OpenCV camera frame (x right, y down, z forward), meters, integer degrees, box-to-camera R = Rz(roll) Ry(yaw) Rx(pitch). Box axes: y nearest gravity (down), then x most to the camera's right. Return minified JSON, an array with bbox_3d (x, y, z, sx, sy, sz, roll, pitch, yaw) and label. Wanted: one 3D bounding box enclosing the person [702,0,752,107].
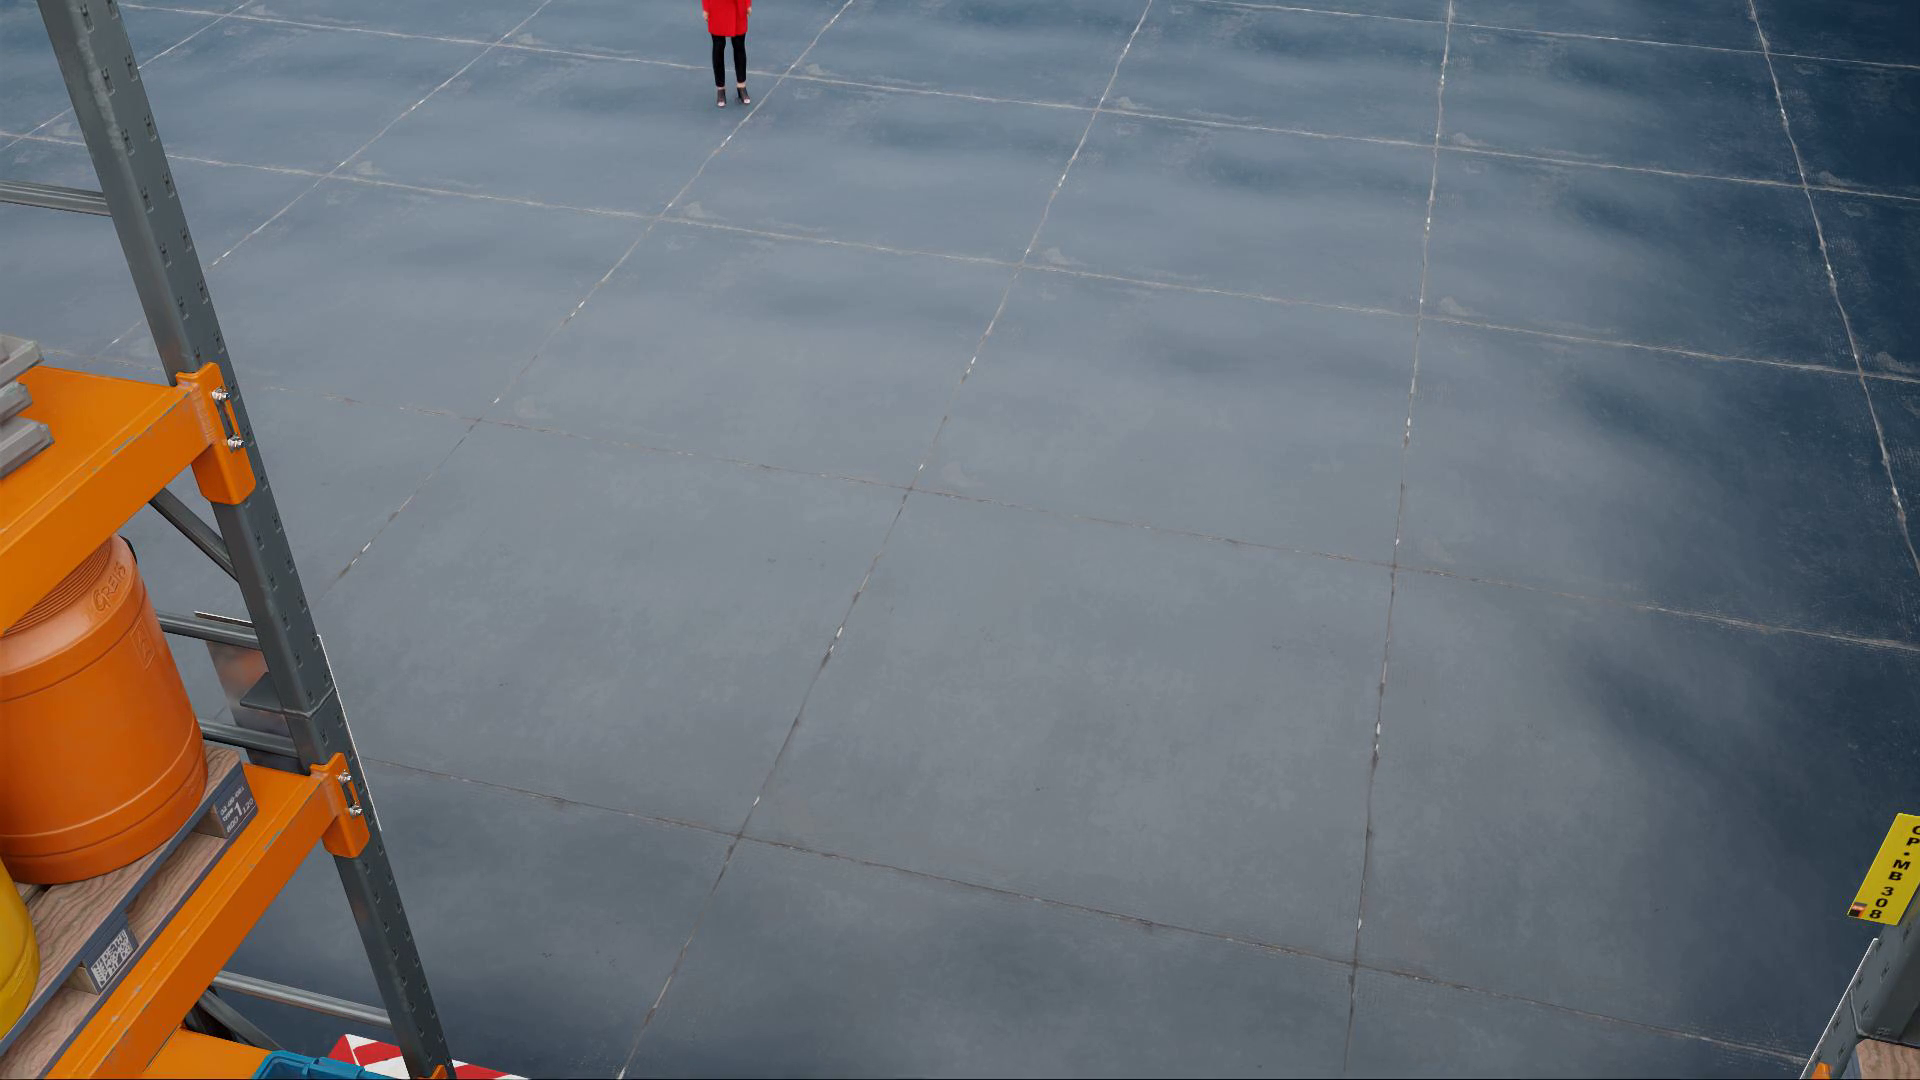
[{"bbox_3d":[-2.060,-4.700,14.661,0.723,1.748,0.759,-9,39,-12],"label":"person"}]
